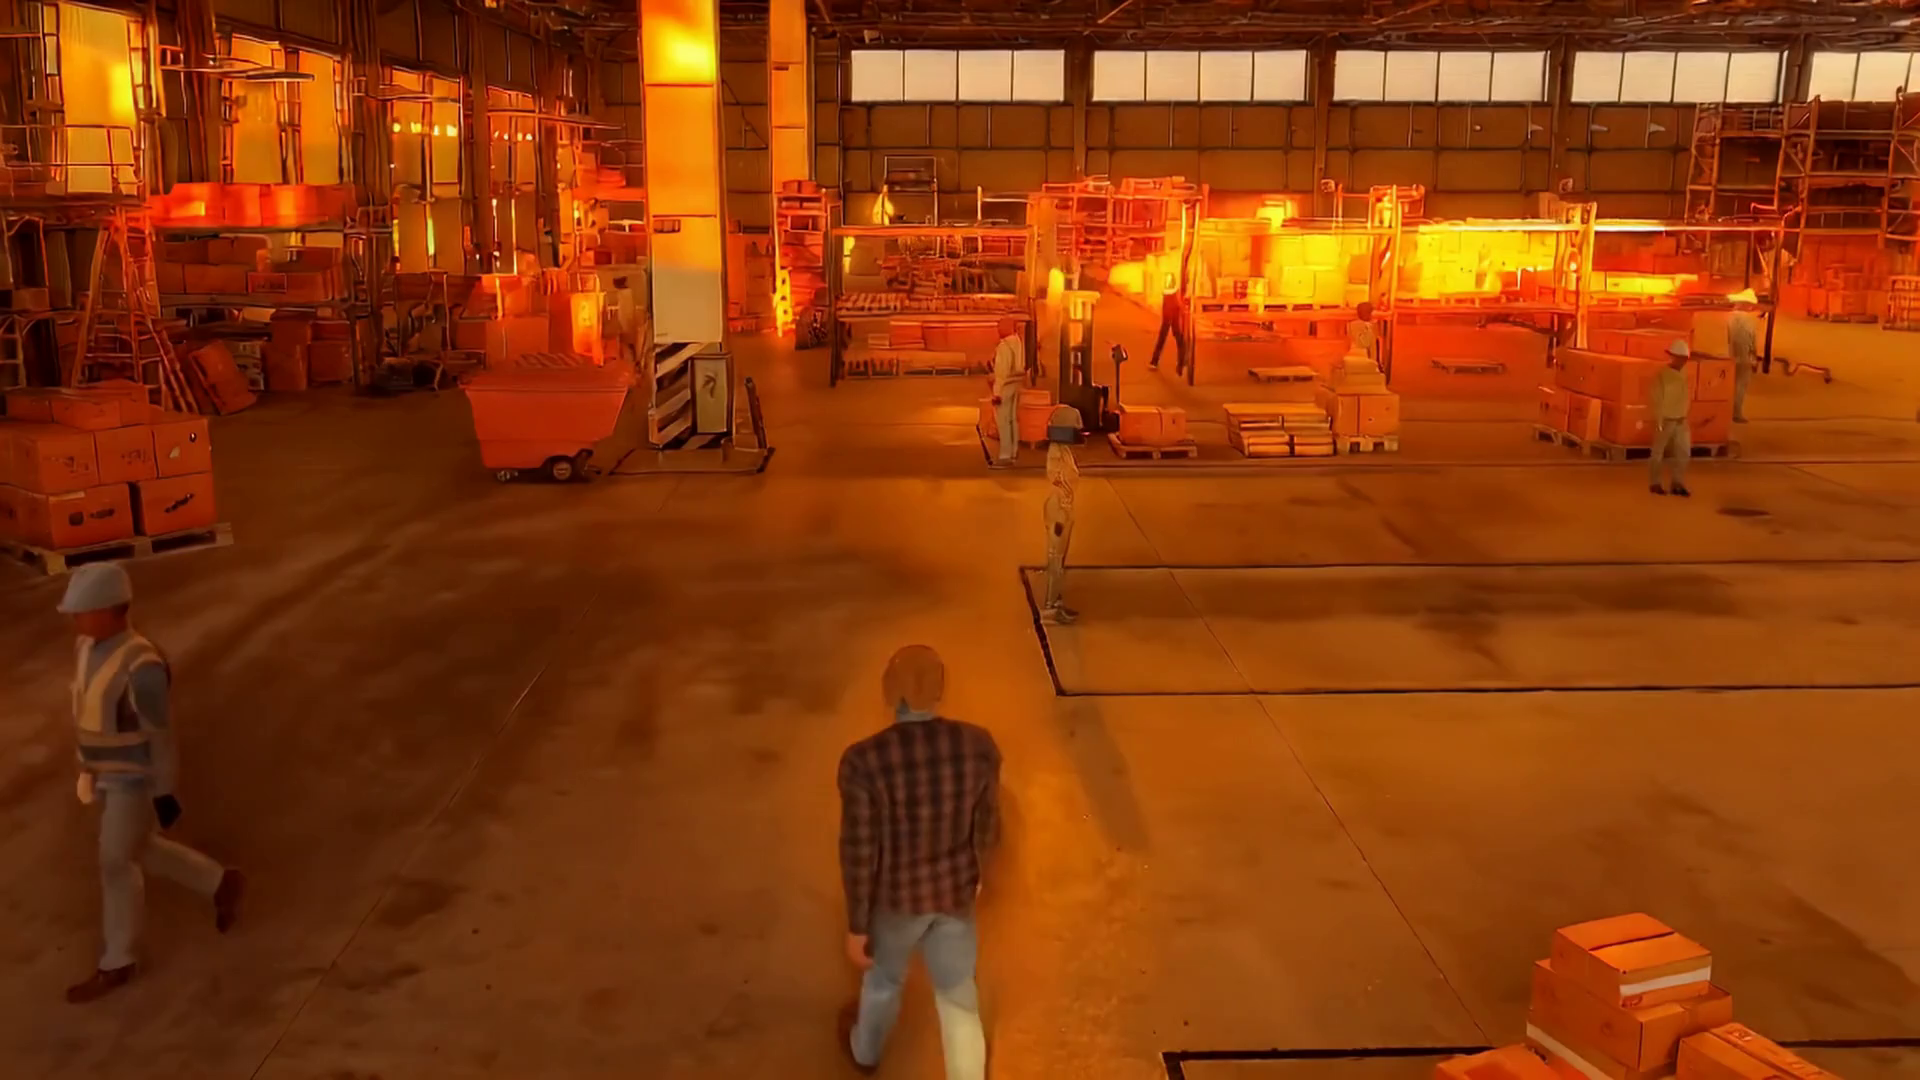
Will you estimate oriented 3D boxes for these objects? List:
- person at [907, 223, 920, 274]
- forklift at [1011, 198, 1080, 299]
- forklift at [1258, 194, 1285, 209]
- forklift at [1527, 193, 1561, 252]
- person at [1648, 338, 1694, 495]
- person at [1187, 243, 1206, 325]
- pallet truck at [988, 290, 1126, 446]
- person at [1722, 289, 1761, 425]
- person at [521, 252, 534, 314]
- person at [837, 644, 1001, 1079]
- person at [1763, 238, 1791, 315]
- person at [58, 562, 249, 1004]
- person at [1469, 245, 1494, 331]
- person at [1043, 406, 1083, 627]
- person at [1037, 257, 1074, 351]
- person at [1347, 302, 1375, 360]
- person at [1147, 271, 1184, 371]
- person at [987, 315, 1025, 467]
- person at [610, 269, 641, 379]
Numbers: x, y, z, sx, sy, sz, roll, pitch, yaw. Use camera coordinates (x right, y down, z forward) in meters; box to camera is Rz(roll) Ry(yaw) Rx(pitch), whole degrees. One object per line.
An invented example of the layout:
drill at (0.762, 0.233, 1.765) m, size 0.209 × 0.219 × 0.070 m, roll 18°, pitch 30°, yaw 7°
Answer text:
person at (-1.505, -9.642, 55.543) m, size 0.527 × 1.875 × 0.609 m, roll -12°, pitch 17°, yaw -43°
forklift at (2.407, -8.199, 46.741) m, size 1.873 × 2.768 × 1.129 m, roll 0°, pitch 12°, yaw -2°
forklift at (10.275, -10.069, 55.182) m, size 1.873 × 2.768 × 1.129 m, roll -9°, pitch 15°, yaw -35°
forklift at (20.419, -10.663, 57.864) m, size 1.873 × 2.768 × 1.129 m, roll -2°, pitch 13°, yaw -11°
person at (7.889, -1.346, 18.366) m, size 0.536 × 1.749 × 0.558 m, roll -4°, pitch 13°, yaw -17°
person at (5.549, -5.986, 38.962) m, size 0.425 × 1.908 × 0.578 m, roll 4°, pitch 13°, yaw 17°
pallet truck at (1.257, -2.299, 22.111) m, size 1.885 × 1.965 × 0.823 m, roll -9°, pitch 15°, yaw -35°
person at (11.092, -2.593, 23.625) m, size 0.388 × 1.917 × 0.596 m, roll -5°, pitch 14°, yaw -22°
person at (-10.559, -6.219, 40.646) m, size 0.314 × 1.634 × 0.515 m, roll -7°, pitch 14°, yaw -30°
person at (-0.176, 1.287, 6.172) m, size 0.656 × 1.879 × 1.041 m, roll -5°, pitch 14°, yaw -22°
person at (20.594, -6.662, 41.934) m, size 0.608 × 1.950 × 0.662 m, roll 8°, pitch 15°, yaw 32°
person at (-3.614, 1.008, 7.356) m, size 0.611 × 1.926 × 0.813 m, roll 11°, pitch 17°, yaw 42°
person at (11.804, -5.668, 37.496) m, size 0.392 × 1.922 × 0.589 m, roll -2°, pitch 13°, yaw -9°
person at (0.818, -0.195, 13.191) m, size 0.295 × 1.744 × 0.489 m, roll 3°, pitch 13°, yaw 11°
person at (1.895, -4.710, 33.250) m, size 0.998 × 1.901 × 0.631 m, roll 4°, pitch 13°, yaw 18°
person at (5.838, -2.616, 24.223) m, size 0.322 × 1.697 × 0.531 m, roll -6°, pitch 14°, yaw -24°
person at (3.769, -3.939, 29.977) m, size 0.953 × 1.792 × 0.532 m, roll -12°, pitch 17°, yaw -43°
person at (0.547, -1.817, 20.289) m, size 0.429 × 1.843 × 0.629 m, roll 5°, pitch 13°, yaw 22°
person at (-5.816, -3.703, 28.666) m, size 0.630 × 1.905 × 0.577 m, roll -6°, pitch 14°, yaw -27°
